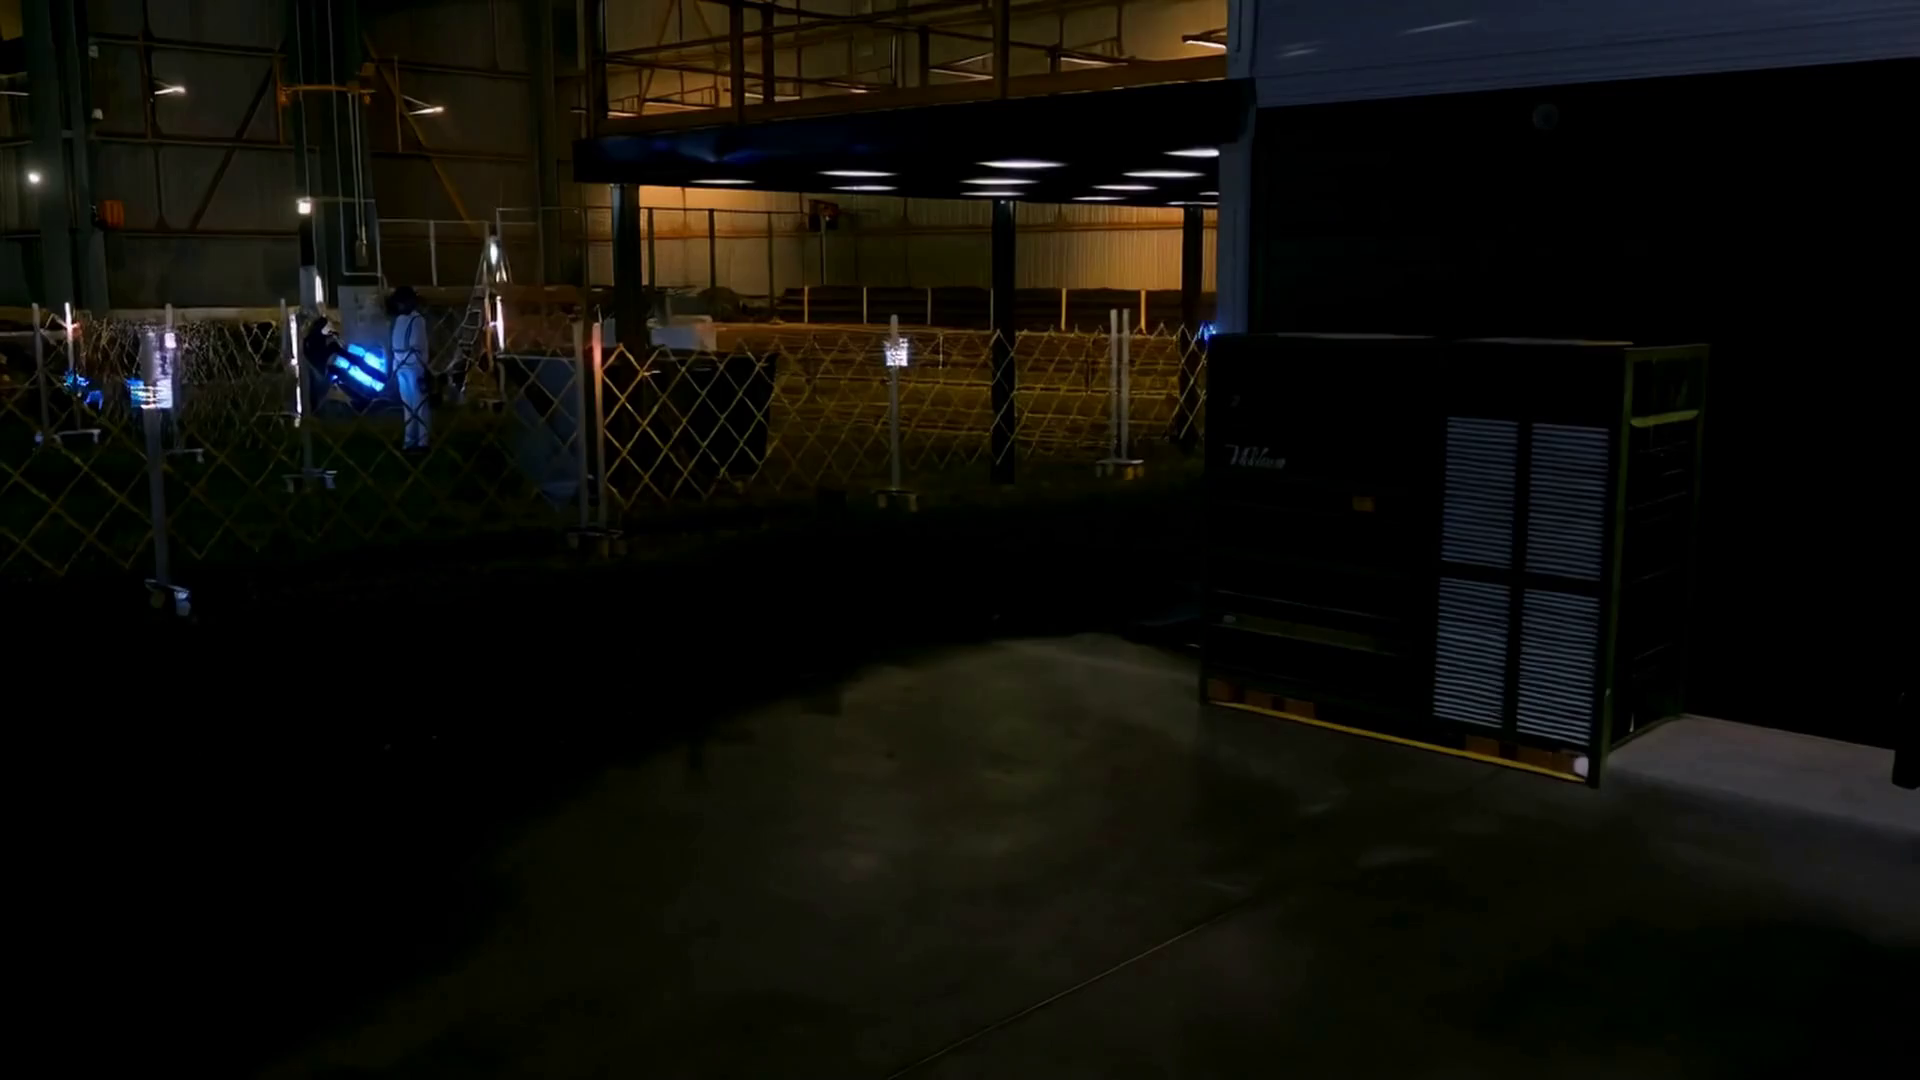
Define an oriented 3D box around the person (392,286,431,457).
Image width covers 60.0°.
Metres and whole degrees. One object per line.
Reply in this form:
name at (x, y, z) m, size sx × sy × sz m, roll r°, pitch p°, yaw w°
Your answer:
person at (-6.072, -1.857, 18.380) m, size 0.360 × 1.883 × 0.574 m, roll -9°, pitch 13°, yaw -44°
